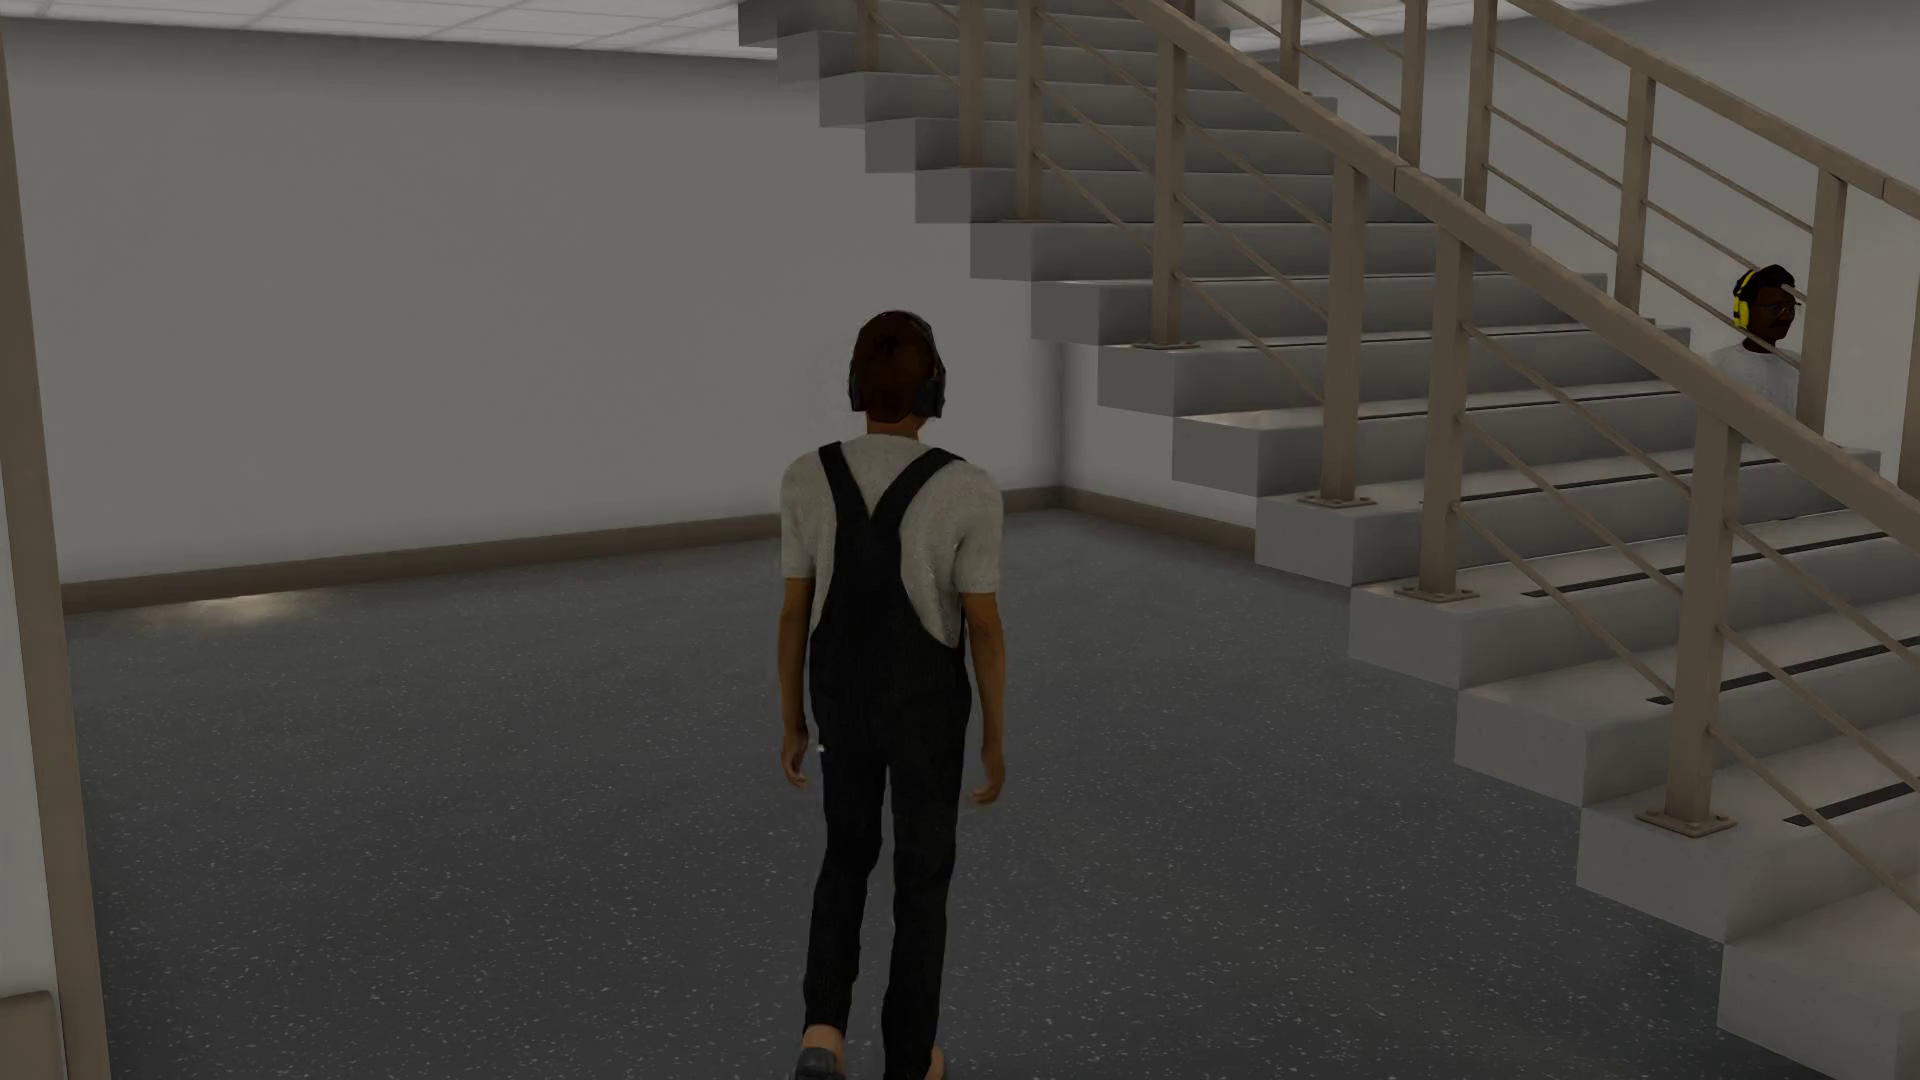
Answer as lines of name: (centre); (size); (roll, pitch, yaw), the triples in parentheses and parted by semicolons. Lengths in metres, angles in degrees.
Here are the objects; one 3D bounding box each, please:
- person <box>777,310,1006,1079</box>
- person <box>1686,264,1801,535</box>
person: (-0.147, 0.413, 3.719); (0.523, 1.834, 0.429); (3, 11, 16)
person: (2.990, -0.101, 6.322); (0.511, 1.872, 0.328); (-4, 11, -18)
